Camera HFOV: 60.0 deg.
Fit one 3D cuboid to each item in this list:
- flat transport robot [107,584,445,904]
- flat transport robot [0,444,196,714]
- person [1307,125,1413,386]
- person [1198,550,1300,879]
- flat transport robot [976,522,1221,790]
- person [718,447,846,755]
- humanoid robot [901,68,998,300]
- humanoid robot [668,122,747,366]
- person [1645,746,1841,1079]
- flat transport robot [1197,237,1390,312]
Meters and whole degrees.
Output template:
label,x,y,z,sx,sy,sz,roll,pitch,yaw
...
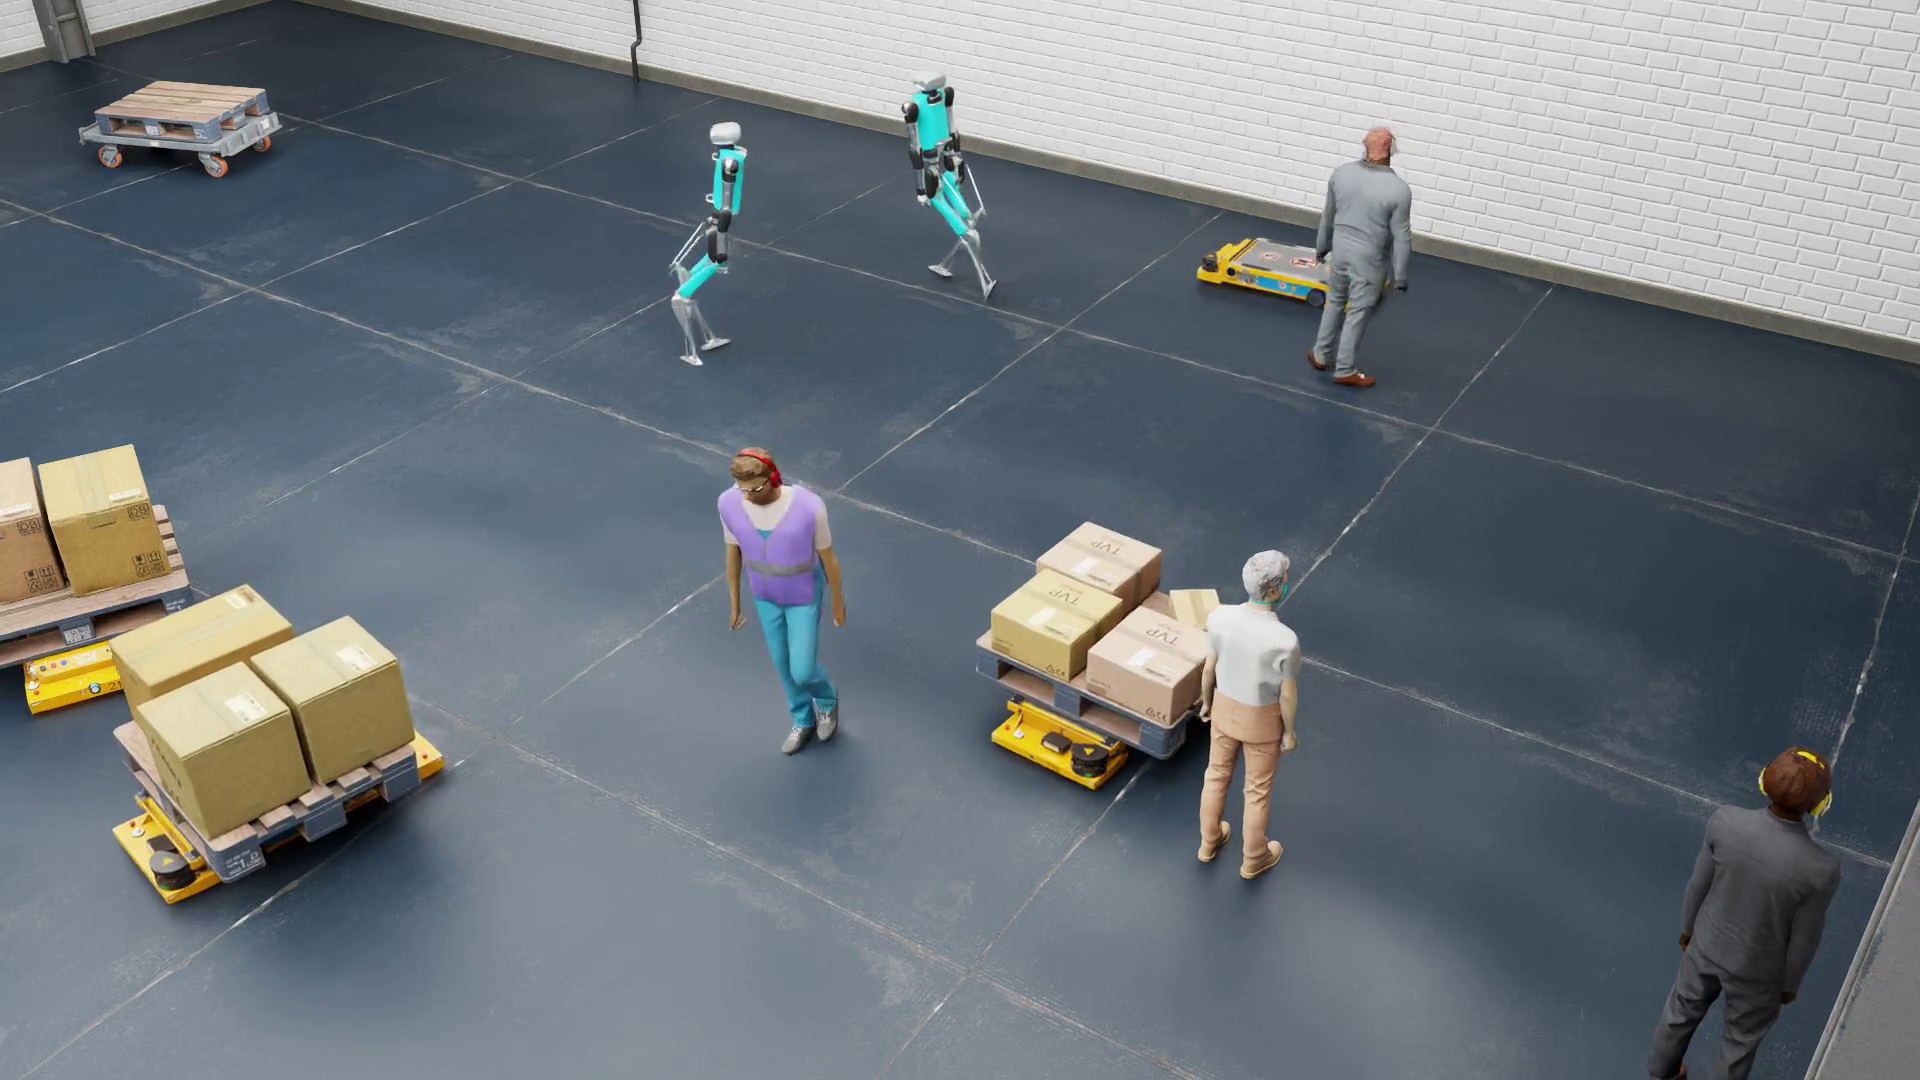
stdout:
label,x,y,z,sx,sy,sz,roll,pitch,yaw
flat transport robot,-3.393,1.248,8.314,1.431,0.231,0.659,-28,42,-36
flat transport robot,-5.059,0.454,9.550,0.659,0.231,1.431,-17,37,-25
person,2.874,-2.019,11.905,0.421,1.890,0.799,-25,40,-33
person,1.322,0.806,7.639,0.482,1.742,0.325,22,39,30
flat transport robot,0.854,0.797,9.015,0.659,0.231,1.431,22,39,31
person,-0.883,0.292,8.366,0.602,1.816,0.453,11,34,17
humanoid robot,0.026,-2.793,13.274,0.932,1.801,0.563,26,41,34
humanoid robot,-1.937,-2.170,12.285,0.821,1.783,0.611,-3,33,-4
person,2.975,1.562,6.353,0.353,1.869,0.493,-24,40,-32
flat transport robot,2.741,-2.192,13.666,1.431,0.231,0.659,18,37,25
